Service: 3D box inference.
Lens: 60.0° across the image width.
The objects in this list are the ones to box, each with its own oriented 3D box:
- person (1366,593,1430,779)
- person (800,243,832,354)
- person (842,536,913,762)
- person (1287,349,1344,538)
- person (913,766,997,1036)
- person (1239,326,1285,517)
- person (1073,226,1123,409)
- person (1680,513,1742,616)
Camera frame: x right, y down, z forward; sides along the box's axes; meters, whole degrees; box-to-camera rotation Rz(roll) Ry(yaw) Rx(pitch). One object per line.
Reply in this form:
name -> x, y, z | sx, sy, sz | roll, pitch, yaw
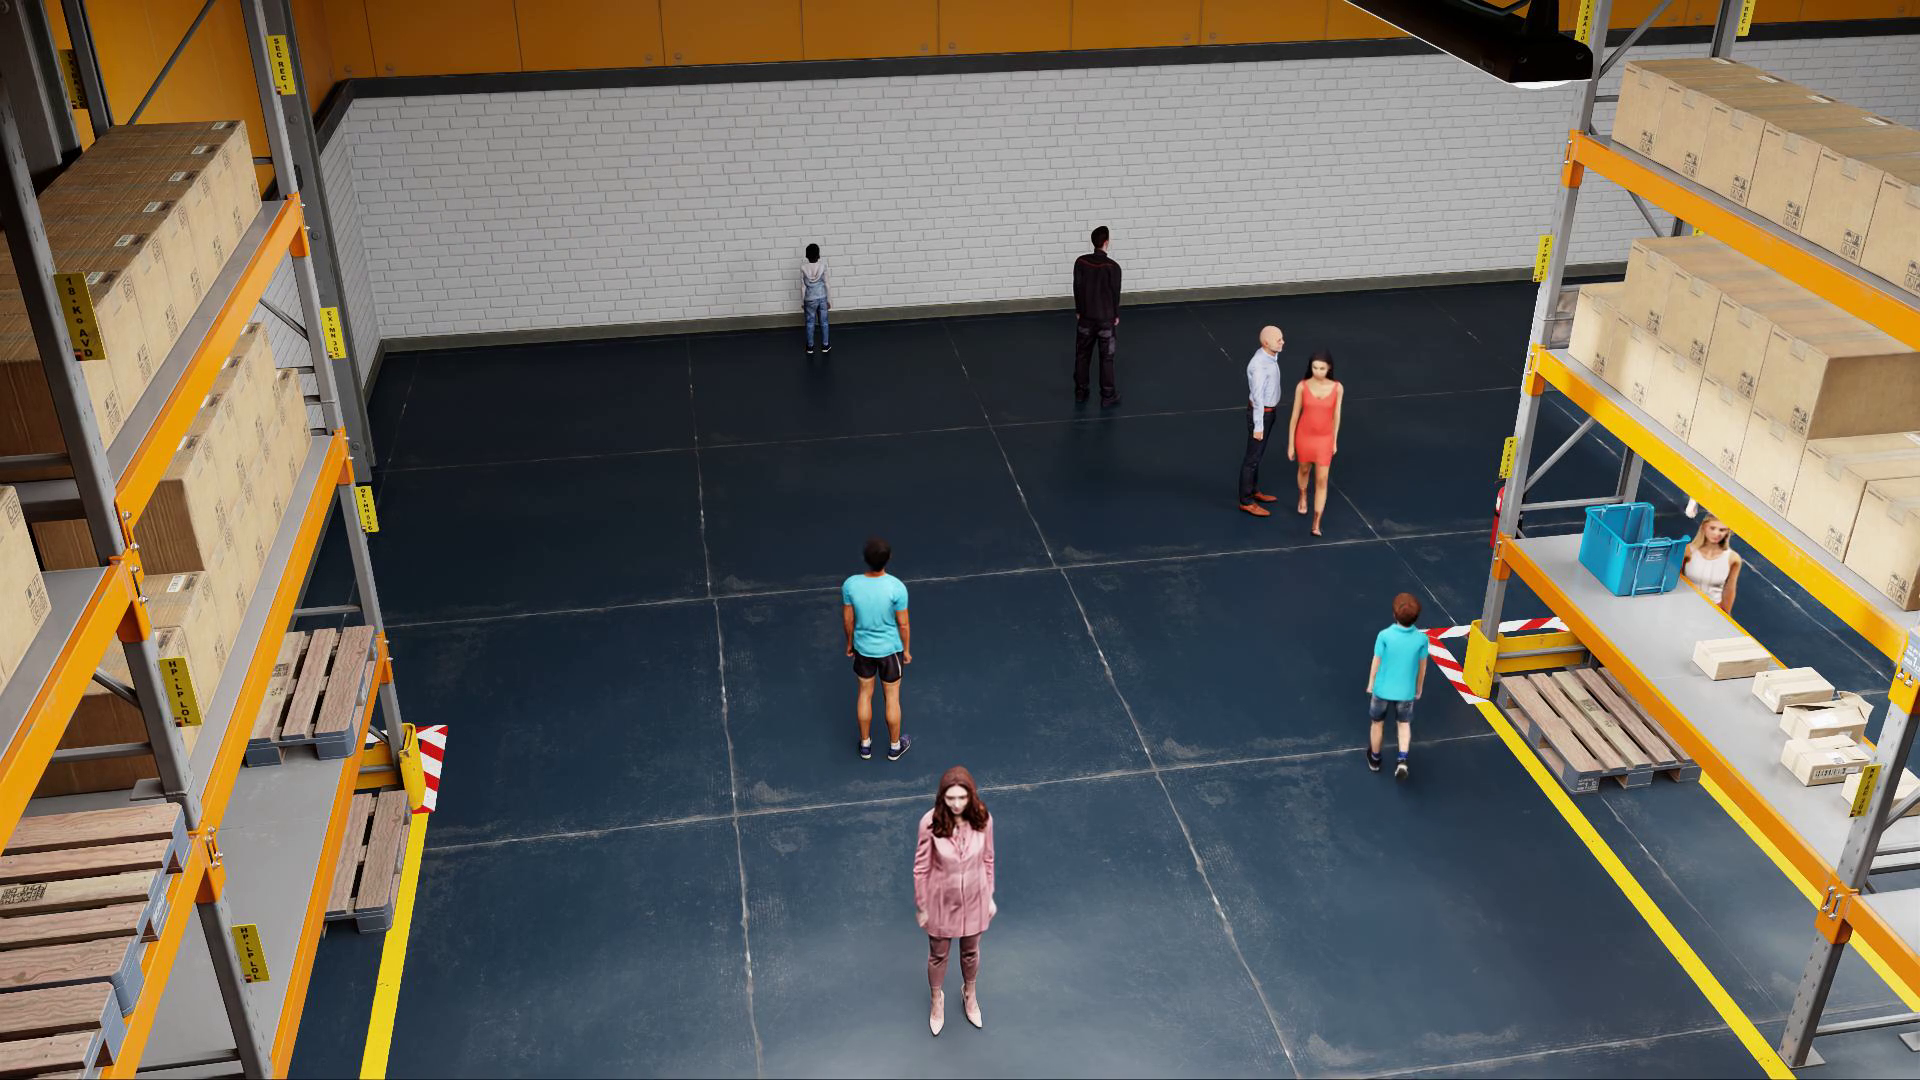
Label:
person -> 3.034, 1.045, 11.550 | 0.624, 1.437, 0.785 | 1, 29, 3
person -> -1.625, -2.713, 18.624 | 0.490, 1.260, 0.495 | -3, 29, -6
person -> -0.581, 0.764, 11.707 | 0.680, 1.780, 0.633 | 5, 29, 9
person -> 3.160, -0.916, 14.904 | 0.839, 1.669, 1.178 | 4, 29, 7
person -> -0.018, 2.021, 9.380 | 0.621, 1.802, 0.507 | -6, 29, -10
person -> 2.746, -1.112, 15.135 | 0.796, 1.791, 0.681 | 10, 30, 17
person -> 1.429, -2.318, 17.217 | 0.780, 1.915, 0.810 | 14, 32, 24
person -> 5.324, 0.565, 12.050 | 0.720, 1.800, 0.749 | 9, 30, 16
